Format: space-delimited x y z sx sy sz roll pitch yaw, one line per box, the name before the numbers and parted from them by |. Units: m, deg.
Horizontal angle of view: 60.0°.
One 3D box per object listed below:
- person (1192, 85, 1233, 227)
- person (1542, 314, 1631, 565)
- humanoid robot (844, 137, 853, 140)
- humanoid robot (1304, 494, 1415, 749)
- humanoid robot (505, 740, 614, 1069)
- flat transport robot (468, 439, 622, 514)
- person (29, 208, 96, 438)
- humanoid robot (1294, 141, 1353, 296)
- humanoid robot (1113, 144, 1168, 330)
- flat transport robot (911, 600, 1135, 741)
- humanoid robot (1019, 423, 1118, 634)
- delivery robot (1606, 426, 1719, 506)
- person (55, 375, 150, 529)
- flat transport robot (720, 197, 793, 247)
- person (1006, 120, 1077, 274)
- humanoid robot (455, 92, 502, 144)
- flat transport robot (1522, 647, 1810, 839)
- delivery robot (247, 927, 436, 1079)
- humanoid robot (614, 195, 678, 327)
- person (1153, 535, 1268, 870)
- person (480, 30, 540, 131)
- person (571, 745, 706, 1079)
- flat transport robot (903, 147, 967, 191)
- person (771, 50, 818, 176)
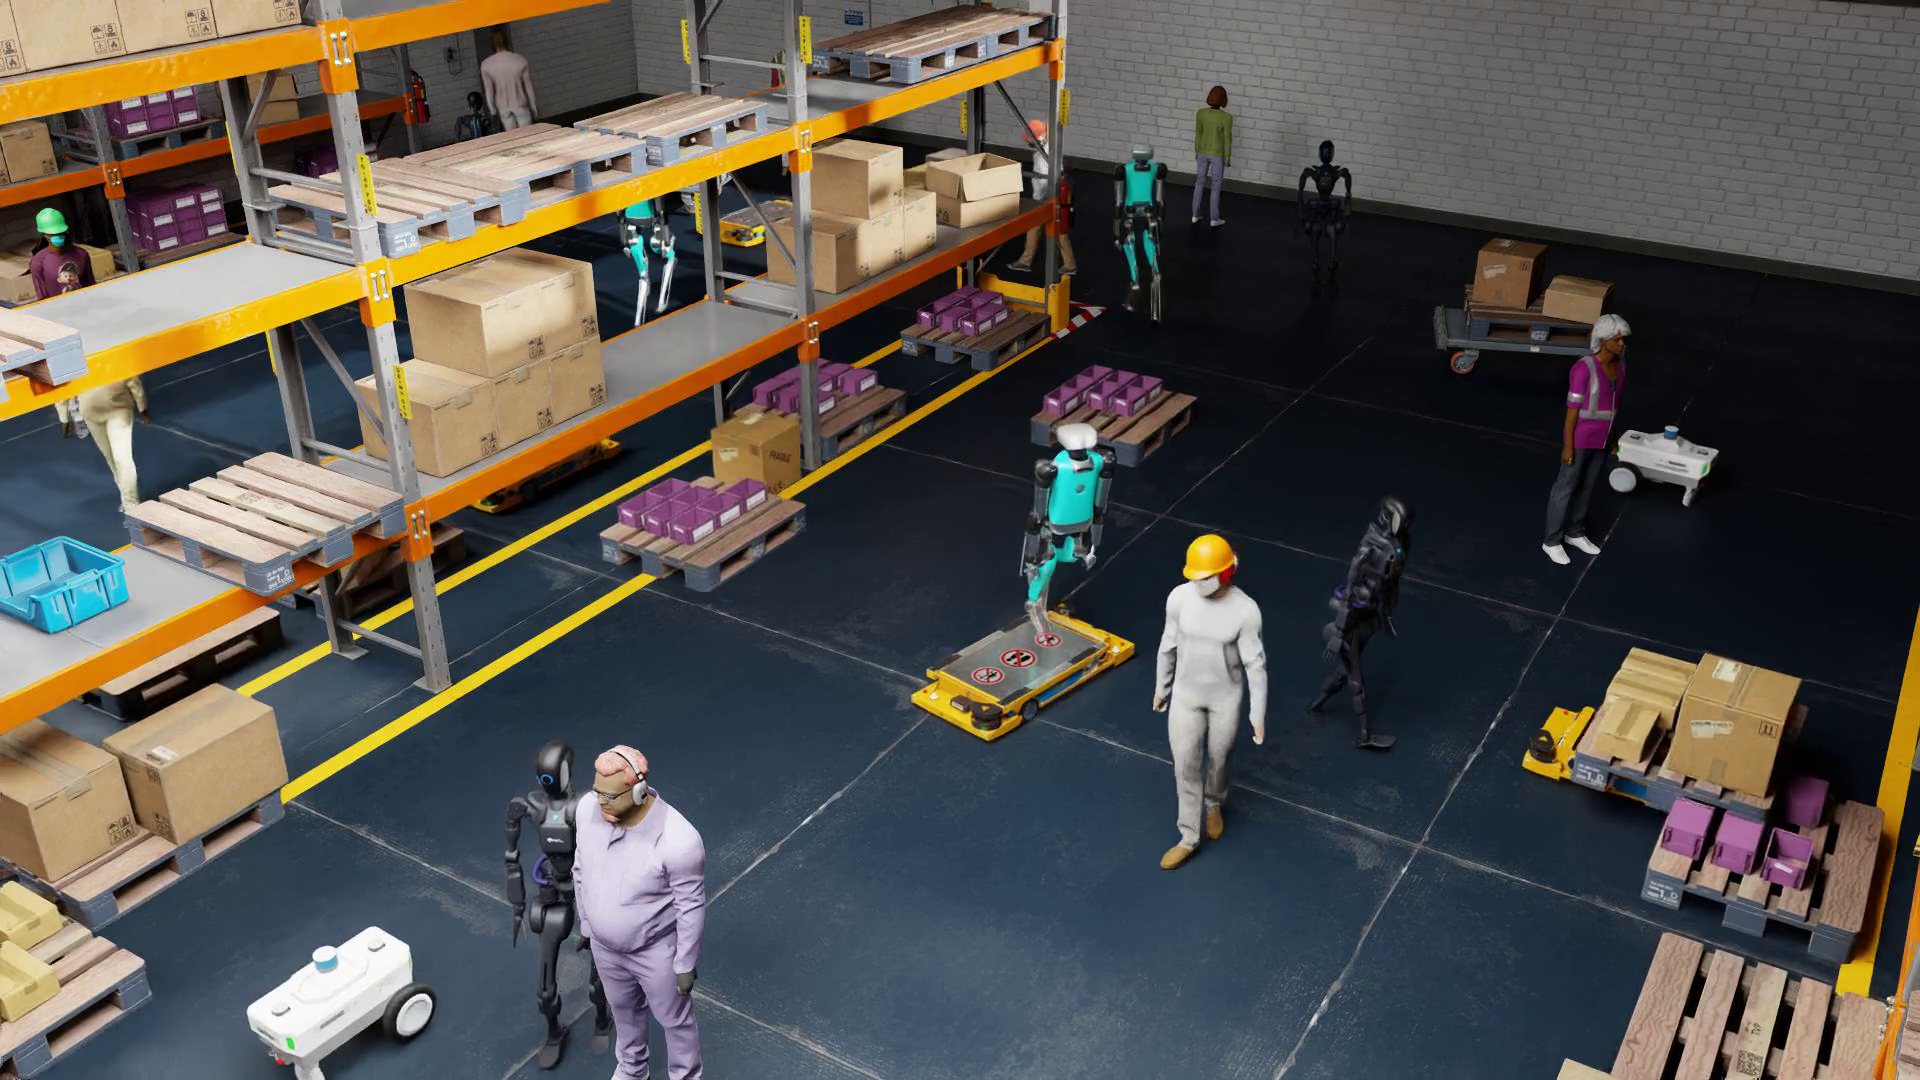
person | 2.978 -4.533 19.632 0.495 1.626 0.285 20 33 34
person | 4.506 -0.726 11.884 0.513 1.848 0.336 -14 30 -26
humanoid robot | -1.151 -3.366 17.274 0.616 1.642 0.356 21 34 35
humanoid robot | 2.342 0.463 9.783 0.591 1.621 0.683 -23 35 -38
humanoid robot | -1.720 1.644 7.400 0.600 1.657 0.410 1 27 1
flat transport robot | -3.466 -0.611 13.402 0.659 0.231 1.431 16 31 29
person | -7.434 -1.838 13.963 0.426 1.949 0.497 21 34 35
humanoid robot | 3.771 -3.324 17.197 0.597 1.635 0.369 4 27 8
humanoid robot | 1.822 -2.957 16.475 0.535 1.787 1.016 -3 27 -7
flat transport robot | 0.419 0.813 10.595 0.659 0.231 1.431 23 35 38
humanoid robot | 0.581 -0.002 10.610 0.538 1.783 0.864 -10 29 -20
delivery robot | 5.513 -0.605 13.096 0.785 0.614 0.509 19 32 32
person | -6.424 -0.923 12.399 0.599 1.719 0.770 -3 27 -5
flat transport robot | -2.296 -3.745 19.576 0.659 0.231 1.431 17 32 30
person | 0.884 -3.666 17.834 0.838 1.692 0.575 1 27 2
humanoid robot | -5.506 -4.372 19.277 0.611 1.633 0.692 -2 27 -3
flat transport robot | 4.065 1.322 9.593 1.431 0.231 0.659 17 31 30
delivery robot | -2.880 2.125 7.686 0.524 0.587 0.748 17 32 30
humanoid robot | -3.073 -3.016 16.552 0.542 1.805 0.802 4 27 9
person | 1.326 0.839 8.786 0.637 1.860 0.654 8 28 16
person | -5.724 -5.516 21.247 0.662 1.916 0.510 -5 27 -9
person | -1.370 1.697 7.047 0.641 1.908 0.414 13 30 25
flat transport robot | -0.335 -3.612 19.315 1.431 0.231 0.659 20 33 34
person | -2.130 -5.668 21.634 0.632 1.836 0.429 -4 27 -8
